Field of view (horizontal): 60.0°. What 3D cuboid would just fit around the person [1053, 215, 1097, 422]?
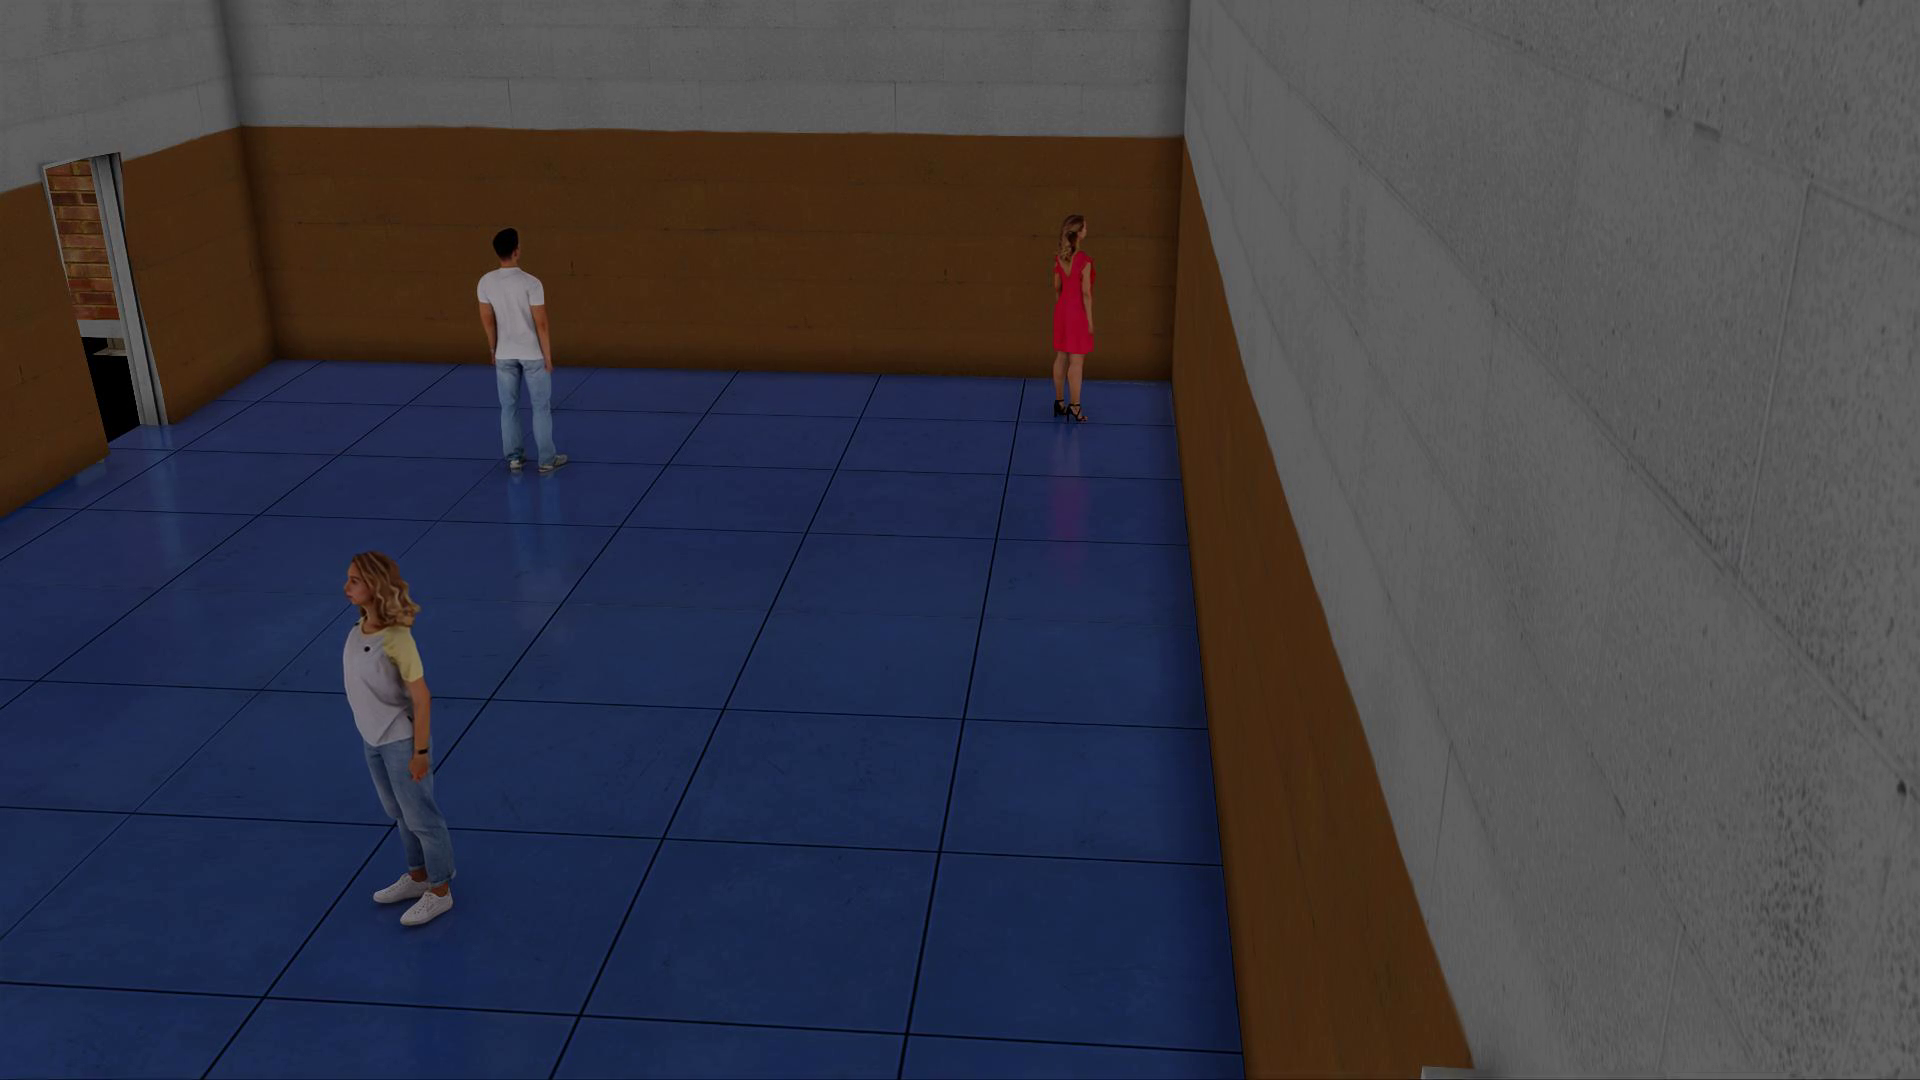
[{"bbox_3d":[0.927,-1.851,13.829,0.719,1.728,0.669,-15,26,-33],"label":"person"}]

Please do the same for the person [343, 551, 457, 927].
[{"bbox_3d":[-2.399,0.844,7.109,0.761,1.722,0.689,-20,29,-40],"label":"person"}]

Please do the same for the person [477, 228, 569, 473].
[{"bbox_3d":[-3.329,-1.426,12.588,0.516,1.866,0.744,4,22,9],"label":"person"}]
